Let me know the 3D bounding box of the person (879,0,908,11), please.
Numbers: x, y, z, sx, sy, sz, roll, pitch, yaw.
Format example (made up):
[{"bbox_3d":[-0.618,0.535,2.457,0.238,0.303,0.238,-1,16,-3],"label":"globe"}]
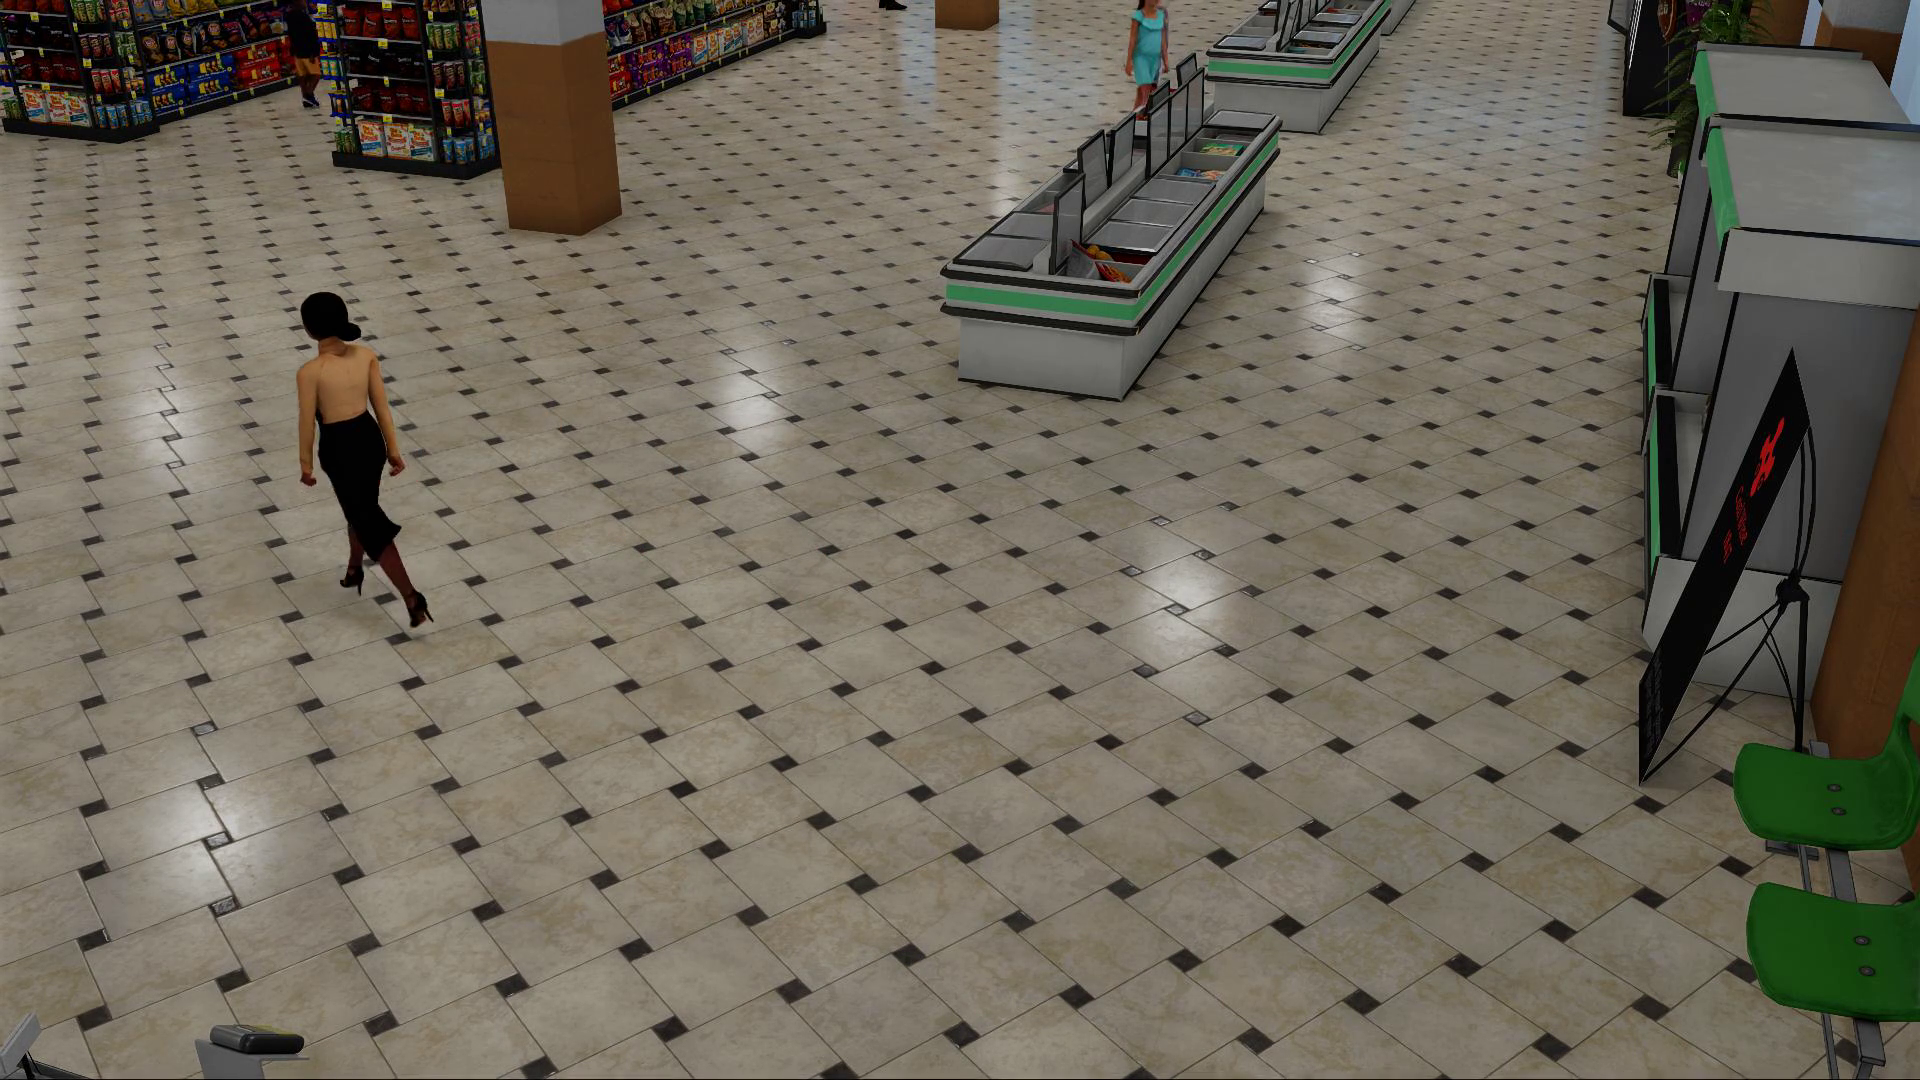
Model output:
[{"bbox_3d":[-1.013,-8.561,23.693,0.798,1.895,0.746,-13,30,-23],"label":"person"}]

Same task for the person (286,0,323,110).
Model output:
[{"bbox_3d":[-7.118,-5.274,17.912,0.515,1.260,0.556,9,28,18],"label":"person"}]

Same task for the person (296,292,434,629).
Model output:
[{"bbox_3d":[-2.770,-0.319,7.753,0.816,1.611,1.041,18,32,31],"label":"person"}]

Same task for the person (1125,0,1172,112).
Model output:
[{"bbox_3d":[1.817,-4.814,16.696,0.869,1.540,0.892,-16,31,-29],"label":"person"}]

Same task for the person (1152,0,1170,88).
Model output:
[{"bbox_3d":[2.175,-5.577,18.590,0.513,1.188,0.552,5,27,10],"label":"person"}]
